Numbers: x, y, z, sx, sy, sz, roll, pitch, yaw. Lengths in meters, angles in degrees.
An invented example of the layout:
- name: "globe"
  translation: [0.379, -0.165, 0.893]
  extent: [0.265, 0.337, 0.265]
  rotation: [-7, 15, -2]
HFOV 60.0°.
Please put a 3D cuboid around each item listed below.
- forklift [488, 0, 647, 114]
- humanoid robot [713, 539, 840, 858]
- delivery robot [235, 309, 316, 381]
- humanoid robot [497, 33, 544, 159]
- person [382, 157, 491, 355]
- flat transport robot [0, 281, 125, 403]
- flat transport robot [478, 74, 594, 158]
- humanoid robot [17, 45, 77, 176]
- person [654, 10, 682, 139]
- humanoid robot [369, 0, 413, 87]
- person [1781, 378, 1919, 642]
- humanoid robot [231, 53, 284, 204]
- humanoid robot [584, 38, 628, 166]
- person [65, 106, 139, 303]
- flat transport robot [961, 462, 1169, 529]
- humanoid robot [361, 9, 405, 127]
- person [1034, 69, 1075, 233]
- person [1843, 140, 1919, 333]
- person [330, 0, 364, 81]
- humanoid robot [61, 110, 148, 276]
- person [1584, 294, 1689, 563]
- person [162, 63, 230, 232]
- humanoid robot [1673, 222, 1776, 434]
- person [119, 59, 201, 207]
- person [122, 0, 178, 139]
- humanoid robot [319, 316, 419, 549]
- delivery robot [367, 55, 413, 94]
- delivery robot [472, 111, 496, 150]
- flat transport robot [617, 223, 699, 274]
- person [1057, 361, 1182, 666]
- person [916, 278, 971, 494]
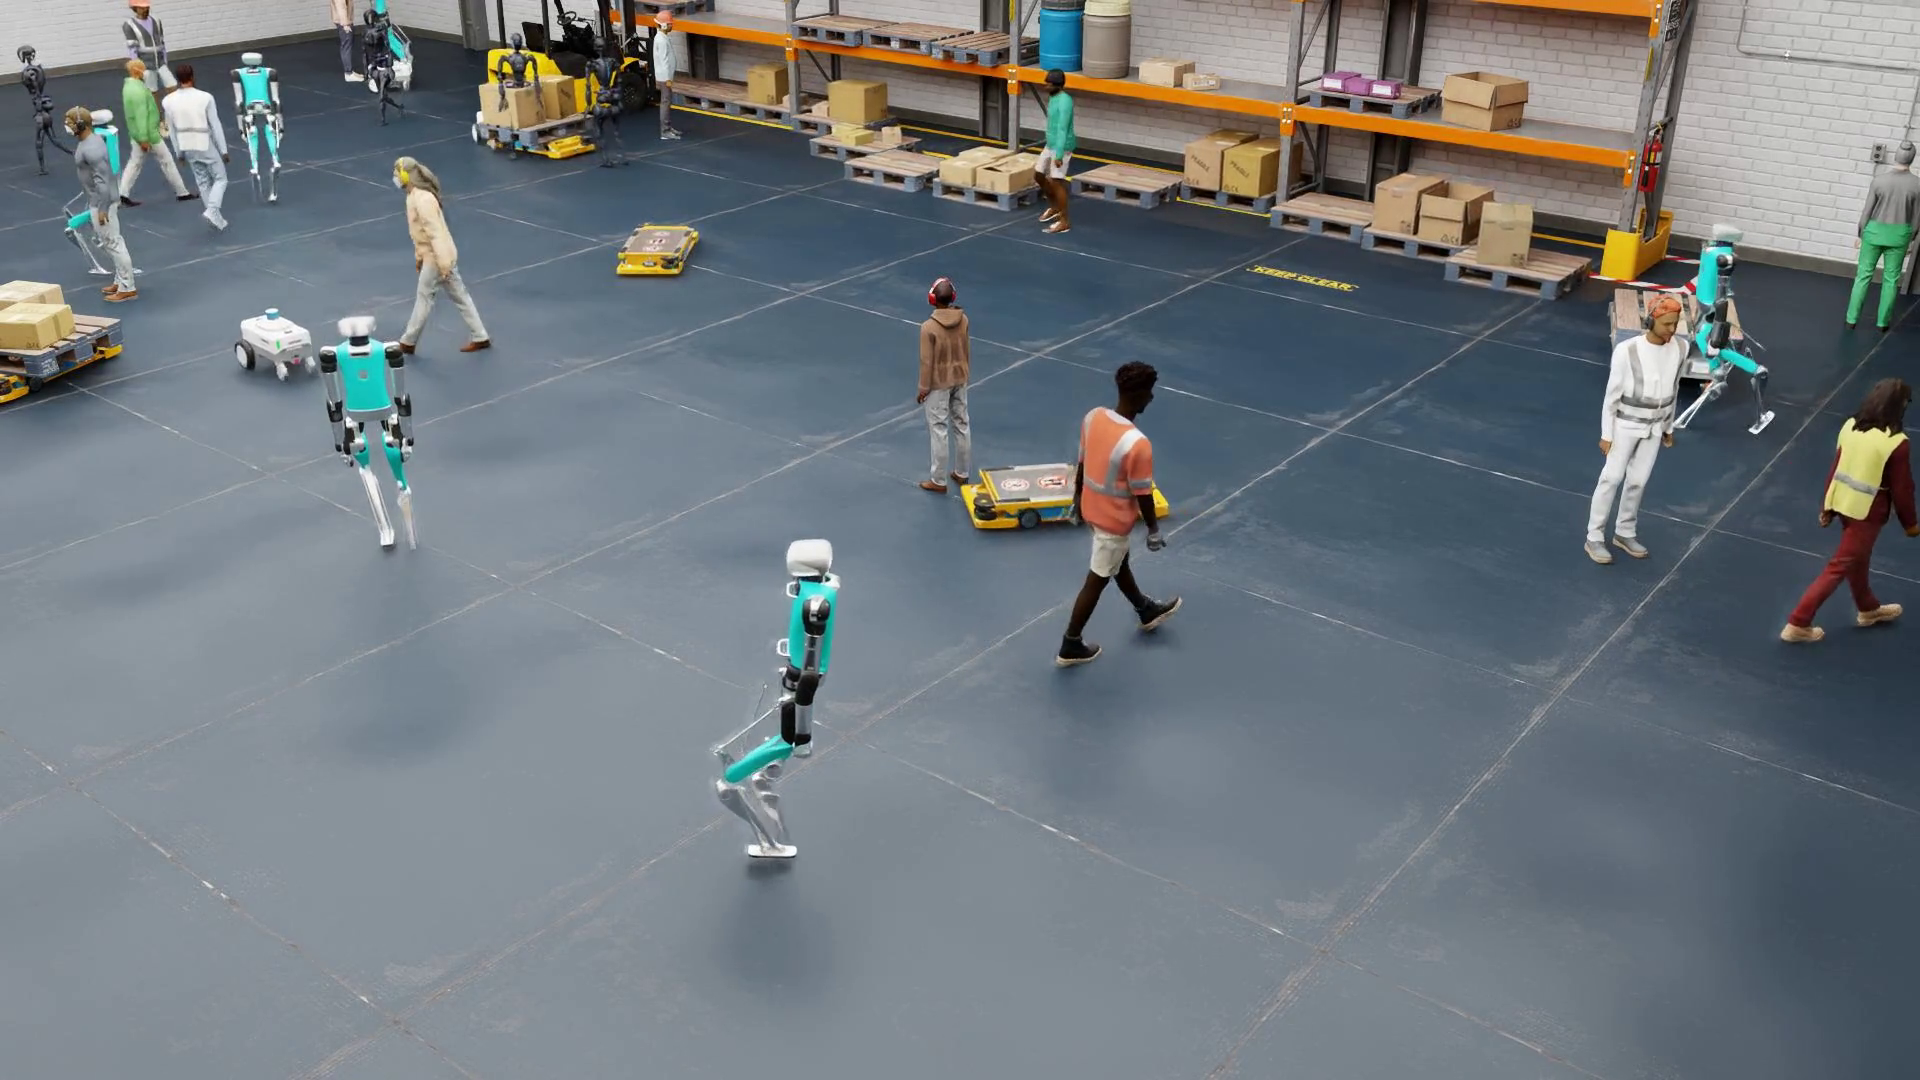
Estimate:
- name: "forklift"
  translation: [-5.874, -7.334, 24.552]
  extent: [1.214, 2.155, 2.313]
  rotation: [19, 32, 34]
- name: "humanoid robot"
  translation: [-0.954, 0.879, 8.150]
  extent: [0.777, 1.859, 0.545]
  rotation: [-2, 26, -5]
- name: "delivery robot"
  translation: [-6.129, -1.777, 14.916]
  extent: [0.785, 0.589, 0.499]
  rotation: [22, 33, 38]
- name: "humanoid robot"
  translation: [-5.901, -5.936, 22.254]
  extent: [0.598, 1.650, 0.360]
  rotation: [-13, 29, -25]
- name: "person"
  translation: [-4.847, -2.555, 15.088]
  extent: [0.995, 1.809, 0.557]
  rotation: [-7, 27, -13]
- name: "flat transport robot"
  translation: [-8.249, -1.562, 14.806]
  extent: [0.659, 0.231, 1.431]
  rotation: [7, 27, 15]
- name: "flat transport robot"
  translation: [-5.800, -5.495, 22.951]
  extent: [1.431, 0.231, 0.659]
  rotation: [16, 30, 30]
- name: "humanoid robot"
  translation: [-11.830, -5.562, 21.515]
  extent: [0.734, 1.639, 0.609]
  rotation: [-14, 29, -27]
- name: "person"
  translation: [-4.126, -6.561, 23.460]
  extent: [0.350, 1.745, 0.565]
  rotation: [-4, 26, -8]
- name: "humanoid robot"
  translation: [-9.144, -8.219, 26.863]
  extent: [0.663, 1.763, 0.531]
  rotation: [0, 26, 0]
- name: "person"
  translation: [5.602, -0.170, 10.255]
  extent: [0.905, 1.727, 0.482]
  rotation: [-4, 26, -8]
- name: "humanoid robot"
  translation: [-8.421, -4.887, 20.114]
  extent: [0.554, 1.870, 0.774]
  rotation: [-10, 27, -19]
- name: "humanoid robot"
  translation: [-4.655, -5.732, 21.819]
  extent: [0.601, 1.646, 0.327]
  rotation: [-22, 33, -38]
- name: "person"
  translation: [-8.559, -3.342, 16.572]
  extent: [0.357, 1.937, 0.637]
  rotation: [-13, 29, -25]
- name: "flat transport robot"
  translation: [0.763, -0.336, 12.267]
  extent: [1.431, 0.231, 0.659]
  rotation: [-4, 26, -9]
- name: "humanoid robot"
  translation: [-8.441, -6.935, 24.357]
  extent: [0.615, 1.629, 0.739]
  rotation: [13, 29, 25]
- name: "person"
  translation: [1.109, -4.472, 19.045]
  extent: [0.448, 1.818, 0.601]
  rotation: [-8, 27, -16]
- name: "person"
  translation: [8.754, -2.873, 15.717]
  extent: [0.513, 1.838, 0.340]
  rotation: [12, 28, 24]
- name: "person"
  translation: [-10.146, -8.536, 27.416]
  extent: [0.425, 1.860, 0.816]
  rotation: [-8, 27, -16]
- name: "humanoid robot"
  translation: [-9.021, -3.538, 17.233]
  extent: [0.810, 1.777, 0.539]
  rotation: [-3, 26, -7]
- name: "person"
  translation: [4.597, -0.753, 11.272]
  extent: [0.582, 1.883, 0.337]
  rotation: [-8, 27, -16]
- name: "person"
  translation: [-8.635, -4.415, 18.845]
  extent: [0.619, 1.893, 0.578]
  rotation: [1, 26, 1]
- name: "humanoid robot"
  translation: [6.302, -1.661, 13.366]
  extent: [0.989, 1.778, 0.534]
  rotation: [2, 26, 4]
- name: "person"
  translation: [-9.848, -4.900, 20.033]
  extent: [0.960, 1.741, 0.539]
  rotation: [-20, 32, -35]
- name: "person"
  translation: [-11.288, -6.631, 23.285]
  extent: [0.542, 2.021, 0.619]
  rotation: [16, 30, 29]
- name: "humanoid robot"
  translation: [-4.011, -0.706, 11.441]
  extent: [0.537, 1.864, 0.731]
  rotation: [-7, 27, -14]
- name: "delivery robot"
  translation: [-9.180, -7.483, 26.730]
  extent: [0.736, 0.586, 0.524]
  rotation: [-8, 27, -16]
- name: "delivery robot"
  translation: [-6.489, -5.769, 23.209]
  extent: [0.499, 0.612, 0.813]
  rotation: [-14, 29, -27]
- name: "flat transport robot"
  translation: [-3.288, -3.175, 18.146]
  extent: [0.659, 0.231, 1.431]
  rotation: [0, 26, 1]
- name: "person"
  translation: [1.002, -0.172, 10.038]
  extent: [1.002, 1.909, 0.616]
  rotation: [-11, 28, -21]
- name: "person"
  translation: [-0.109, -1.137, 12.331]
  extent: [0.459, 1.651, 0.327]
  rotation: [-18, 31, -33]
